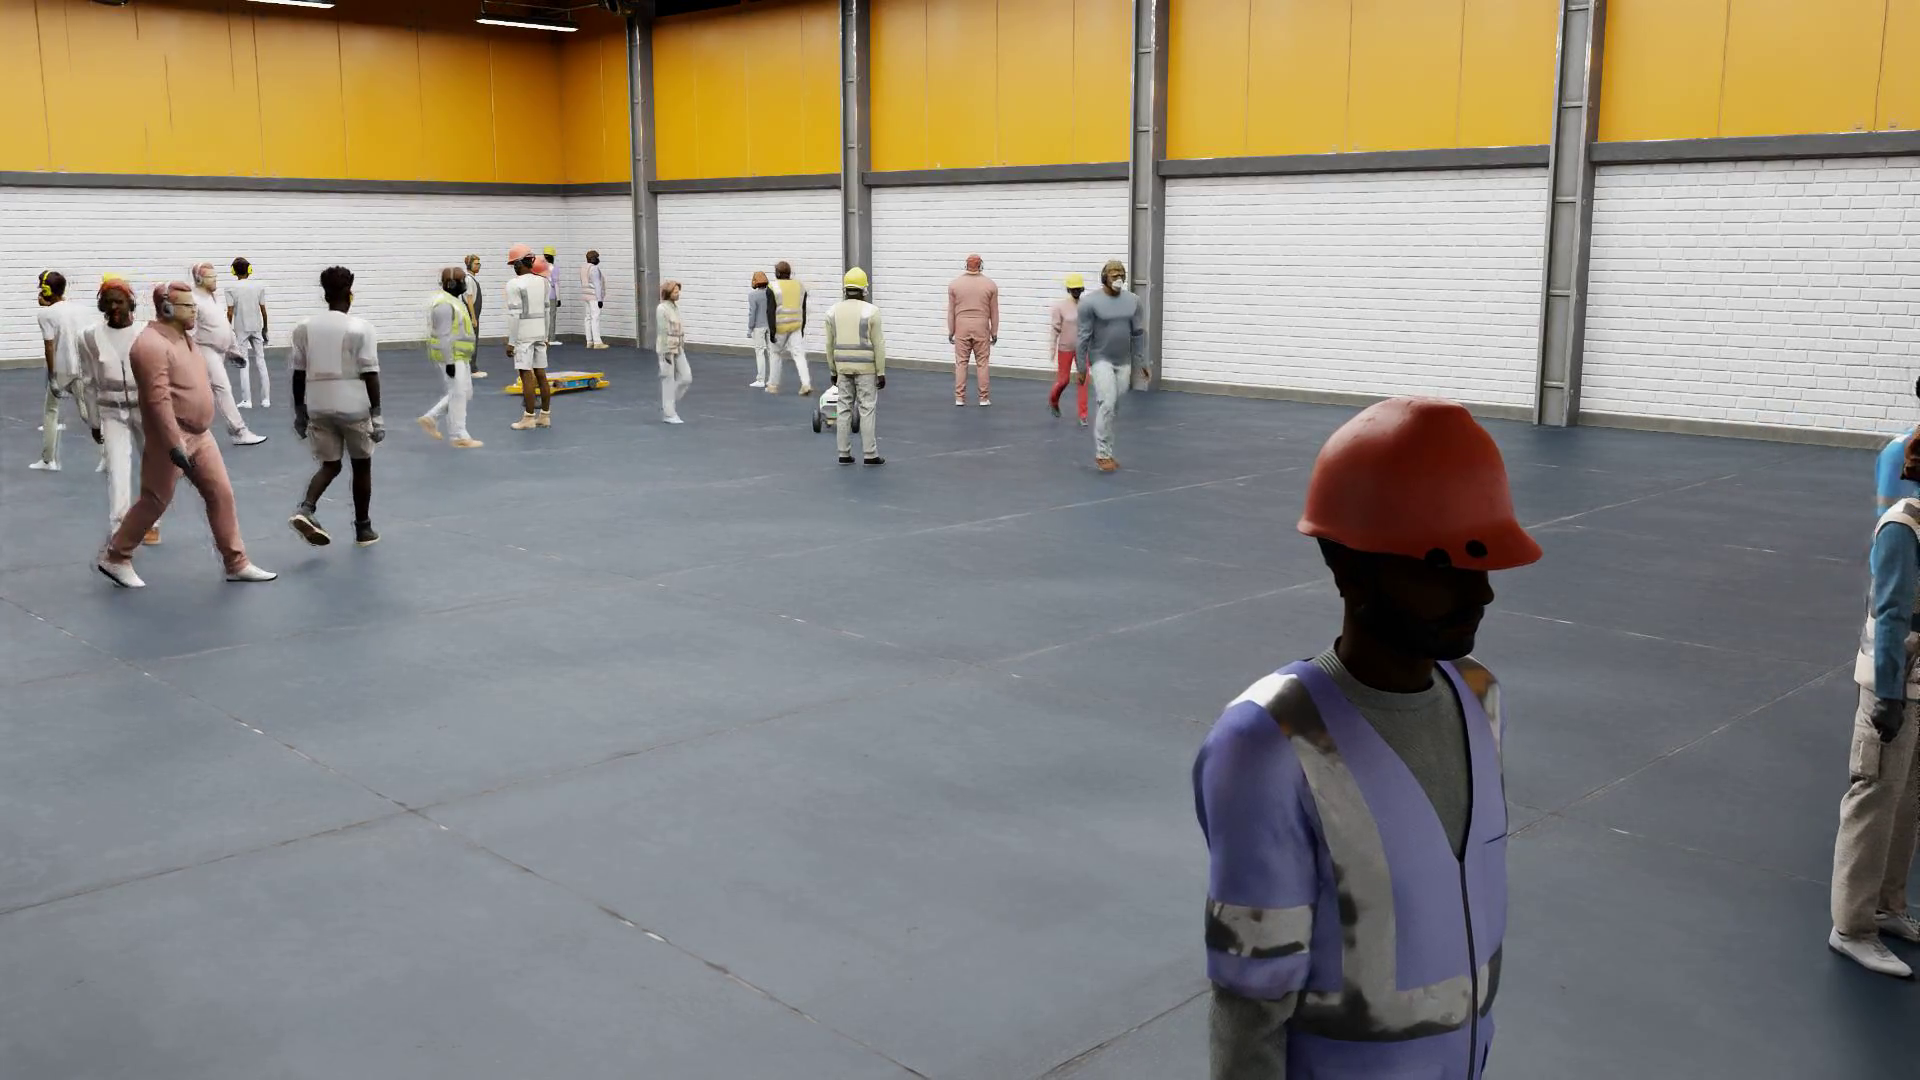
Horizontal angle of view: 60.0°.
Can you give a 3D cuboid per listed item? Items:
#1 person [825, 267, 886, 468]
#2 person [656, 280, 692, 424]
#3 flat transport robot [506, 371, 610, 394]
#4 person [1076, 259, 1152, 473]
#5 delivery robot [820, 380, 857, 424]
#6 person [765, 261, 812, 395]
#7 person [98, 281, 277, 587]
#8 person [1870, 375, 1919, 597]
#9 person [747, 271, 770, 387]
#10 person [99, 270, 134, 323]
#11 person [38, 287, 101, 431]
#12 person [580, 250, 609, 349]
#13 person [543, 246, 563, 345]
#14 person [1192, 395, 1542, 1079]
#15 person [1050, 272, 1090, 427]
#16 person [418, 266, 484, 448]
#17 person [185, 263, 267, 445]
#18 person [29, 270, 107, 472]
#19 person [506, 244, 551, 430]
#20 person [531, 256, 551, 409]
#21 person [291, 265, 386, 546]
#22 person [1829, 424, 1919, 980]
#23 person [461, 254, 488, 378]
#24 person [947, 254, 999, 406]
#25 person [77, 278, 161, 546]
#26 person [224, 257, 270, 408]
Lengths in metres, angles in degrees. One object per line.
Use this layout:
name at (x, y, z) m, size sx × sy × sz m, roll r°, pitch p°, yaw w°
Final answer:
person at (-0.938, -1.581, 15.322) m, size 0.599 × 1.836 × 0.404 m, roll 5°, pitch 11°, yaw 25°
person at (-3.257, -2.122, 18.850) m, size 0.364 × 1.624 × 0.519 m, roll 4°, pitch 11°, yaw 23°
flat transport robot at (-5.493, -2.164, 22.774) m, size 0.652 × 0.197 × 1.431 m, roll 5°, pitch 11°, yaw 25°
person at (1.407, -1.555, 14.979) m, size 0.653 × 1.915 × 0.722 m, roll -6°, pitch 12°, yaw -28°
delivery robot at (-1.328, -1.512, 18.188) m, size 0.477 × 0.478 × 0.707 m, roll 0°, pitch 10°, yaw 2°
person at (-2.298, -2.832, 22.268) m, size 0.639 × 1.798 × 0.959 m, roll -7°, pitch 13°, yaw -35°
person at (-4.781, -0.630, 10.077) m, size 0.974 × 1.864 × 0.640 m, roll 1°, pitch 10°, yaw 3°
person at (3.756, 0.137, 6.378) m, size 0.548 × 1.677 × 0.504 m, roll -3°, pitch 11°, yaw -17°
person at (-2.794, -2.980, 23.503) m, size 0.279 × 1.633 × 0.498 m, roll 10°, pitch 14°, yaw 43°
person at (-9.612, -2.237, 19.194) m, size 0.817 × 1.741 × 0.529 m, roll -1°, pitch 10°, yaw -3°
person at (-9.784, -2.001, 18.195) m, size 0.620 × 1.617 × 0.502 m, roll 0°, pitch 10°, yaw -2°
person at (-6.916, -4.542, 31.455) m, size 0.429 × 1.845 × 0.621 m, roll -8°, pitch 13°, yaw -37°
person at (-8.001, -4.752, 32.411) m, size 0.580 × 1.918 × 0.402 m, roll 6°, pitch 12°, yaw 29°
person at (0.549, 0.776, 2.193) m, size 0.552 × 1.937 × 0.356 m, roll -9°, pitch 14°, yaw -41°
person at (1.265, -2.169, 18.815) m, size 0.557 × 1.734 × 0.710 m, roll -2°, pitch 11°, yaw -11°
person at (-5.135, -1.822, 16.666) m, size 0.572 × 1.827 × 0.636 m, roll -1°, pitch 10°, yaw -5°
person at (-7.618, -1.884, 16.926) m, size 0.999 × 1.858 × 0.638 m, roll 0°, pitch 10°, yaw -2°
person at (-8.027, -1.511, 14.980) m, size 0.938 × 1.831 × 0.513 m, roll 5°, pitch 11°, yaw 23°
person at (-4.753, -2.218, 18.253) m, size 0.383 × 2.036 × 0.605 m, roll 6°, pitch 12°, yaw 28°
person at (-5.248, -2.562, 20.577) m, size 0.395 × 1.891 × 0.733 m, roll -4°, pitch 11°, yaw -19°
person at (-4.236, -0.882, 11.242) m, size 0.652 × 1.937 × 0.662 m, roll 2°, pitch 11°, yaw 9°
person at (2.790, 0.438, 4.861) m, size 0.516 × 1.636 × 0.314 m, roll -9°, pitch 13°, yaw -39°
person at (-7.286, -3.345, 24.921) m, size 0.330 × 1.842 × 0.520 m, roll -3°, pitch 11°, yaw -14°
person at (0.160, -2.616, 20.793) m, size 0.660 × 1.901 × 0.400 m, roll 1°, pitch 10°, yaw 5°
person at (-5.563, -0.820, 11.157) m, size 0.594 × 1.831 × 0.972 m, roll -4°, pitch 11°, yaw -20°
person at (-8.827, -2.561, 20.598) m, size 0.518 × 1.865 × 0.330 m, roll -8°, pitch 13°, yaw -38°
